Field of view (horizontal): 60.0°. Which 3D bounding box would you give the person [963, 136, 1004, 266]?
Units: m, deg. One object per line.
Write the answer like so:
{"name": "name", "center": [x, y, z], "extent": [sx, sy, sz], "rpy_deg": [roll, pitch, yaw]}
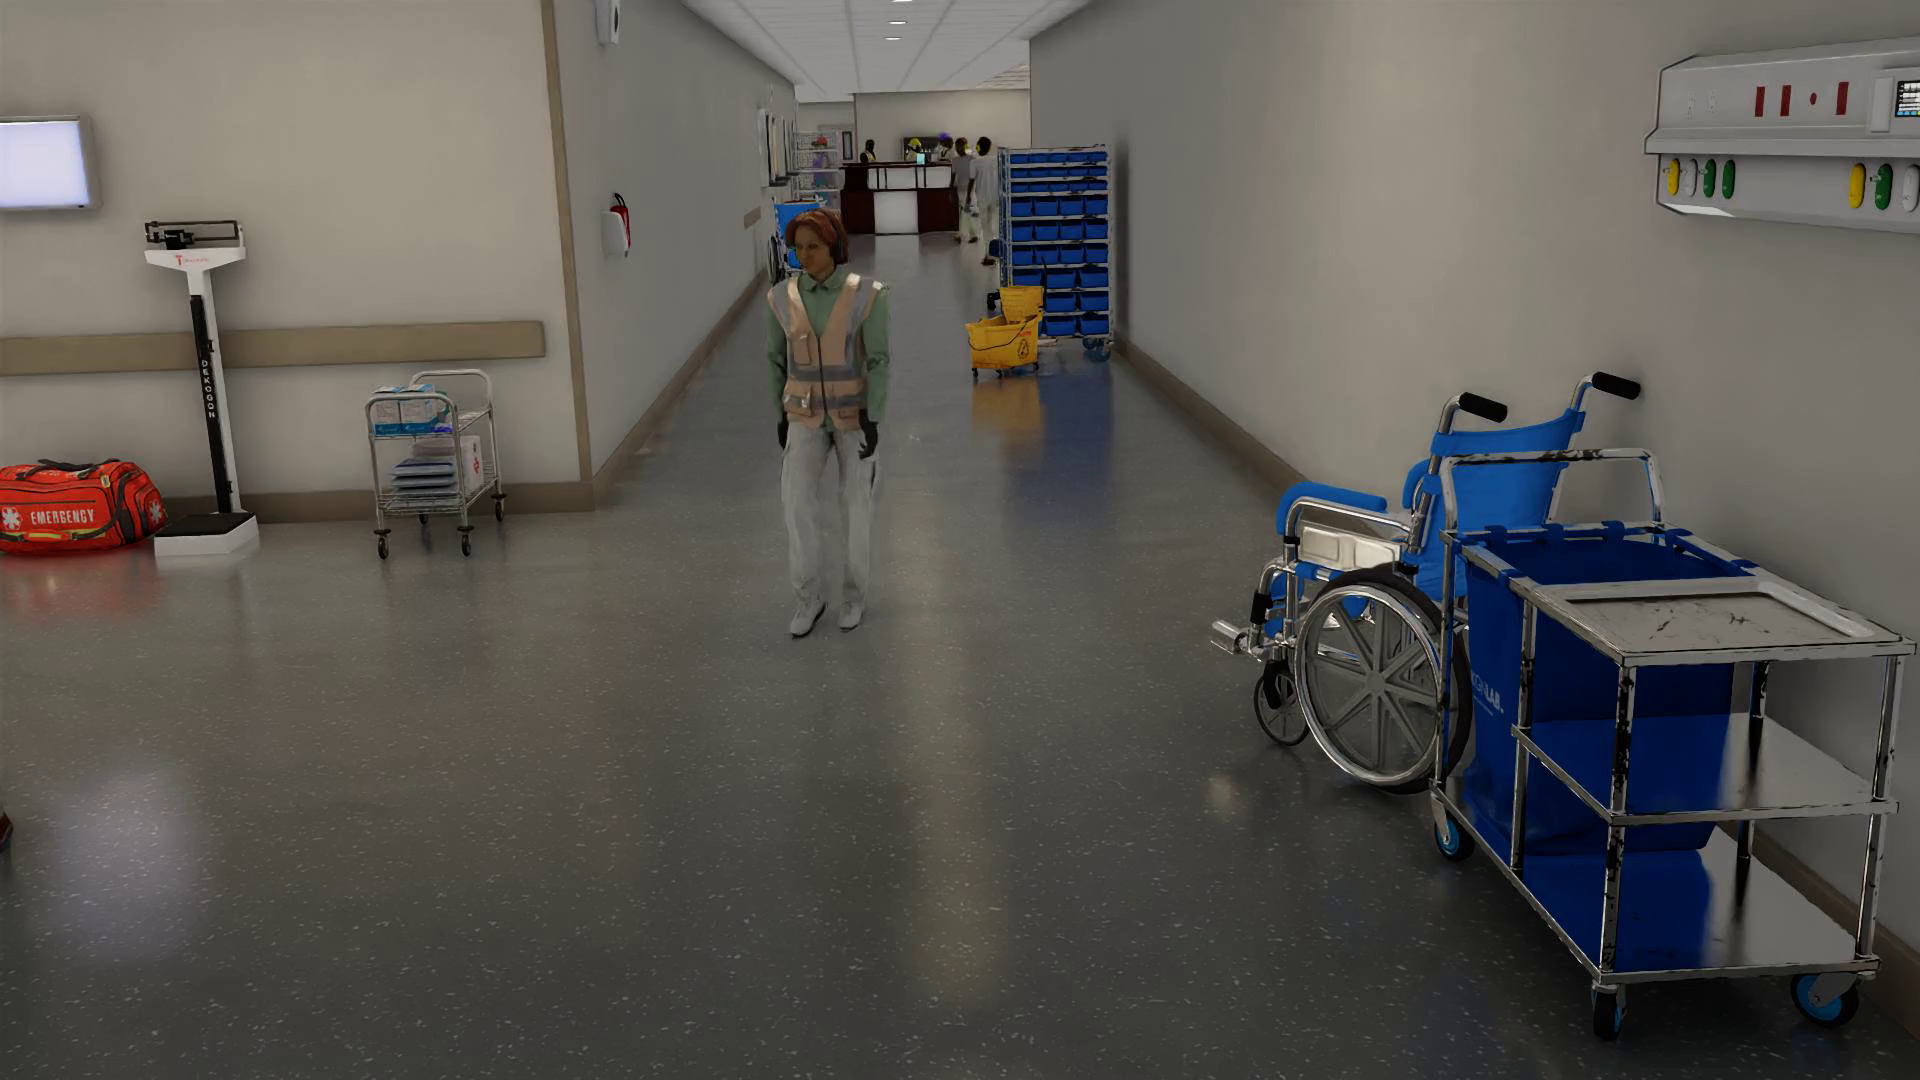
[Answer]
{"name": "person", "center": [0.334, -4.912, 24.157], "extent": [0.531, 1.842, 0.677], "rpy_deg": [-10, 16, -32]}

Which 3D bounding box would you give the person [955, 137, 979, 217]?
{"name": "person", "center": [0.126, -8.465, 38.798], "extent": [0.584, 1.831, 0.936], "rpy_deg": [-11, 16, -33]}

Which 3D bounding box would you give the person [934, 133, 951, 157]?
{"name": "person", "center": [-0.344, -9.133, 41.369], "extent": [0.524, 1.933, 0.644], "rpy_deg": [8, 17, 35]}

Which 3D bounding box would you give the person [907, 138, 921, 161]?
{"name": "person", "center": [-1.055, -8.593, 39.454], "extent": [0.404, 1.835, 0.587], "rpy_deg": [-4, 14, -11]}

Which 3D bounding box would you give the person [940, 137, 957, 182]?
{"name": "person", "center": [-0.247, -8.492, 38.916], "extent": [0.345, 1.846, 0.508], "rpy_deg": [-11, 17, -34]}

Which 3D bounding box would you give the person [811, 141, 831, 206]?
{"name": "person", "center": [-3.224, -8.344, 38.701], "extent": [0.410, 1.833, 0.654], "rpy_deg": [-7, 15, -20]}

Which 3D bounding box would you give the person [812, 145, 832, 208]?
{"name": "person", "center": [-3.379, -8.526, 39.649], "extent": [0.735, 1.741, 0.537], "rpy_deg": [-7, 15, -20]}

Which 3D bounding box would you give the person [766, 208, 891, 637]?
{"name": "person", "center": [-0.492, -0.425, 6.276], "extent": [0.512, 1.619, 0.511], "rpy_deg": [1, 14, 11]}

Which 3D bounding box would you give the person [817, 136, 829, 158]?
{"name": "person", "center": [-3.498, -9.376, 42.746], "extent": [0.366, 1.937, 0.550], "rpy_deg": [-2, 14, -3]}

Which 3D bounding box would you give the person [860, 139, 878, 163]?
{"name": "person", "center": [-2.200, -8.932, 40.979], "extent": [0.430, 1.839, 0.626], "rpy_deg": [5, 15, 25]}

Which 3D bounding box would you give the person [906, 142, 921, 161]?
{"name": "person", "center": [-1.071, -9.097, 41.669], "extent": [0.534, 1.767, 0.318], "rpy_deg": [0, 14, 5]}

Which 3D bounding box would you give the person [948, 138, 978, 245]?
{"name": "person", "center": [0.047, -6.051, 28.917], "extent": [0.542, 1.813, 1.003], "rpy_deg": [8, 17, 36]}

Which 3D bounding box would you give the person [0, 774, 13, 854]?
{"name": "person", "center": [-2.874, -0.047, 4.332], "extent": [0.627, 1.940, 0.372], "rpy_deg": [-13, 18, -39]}
